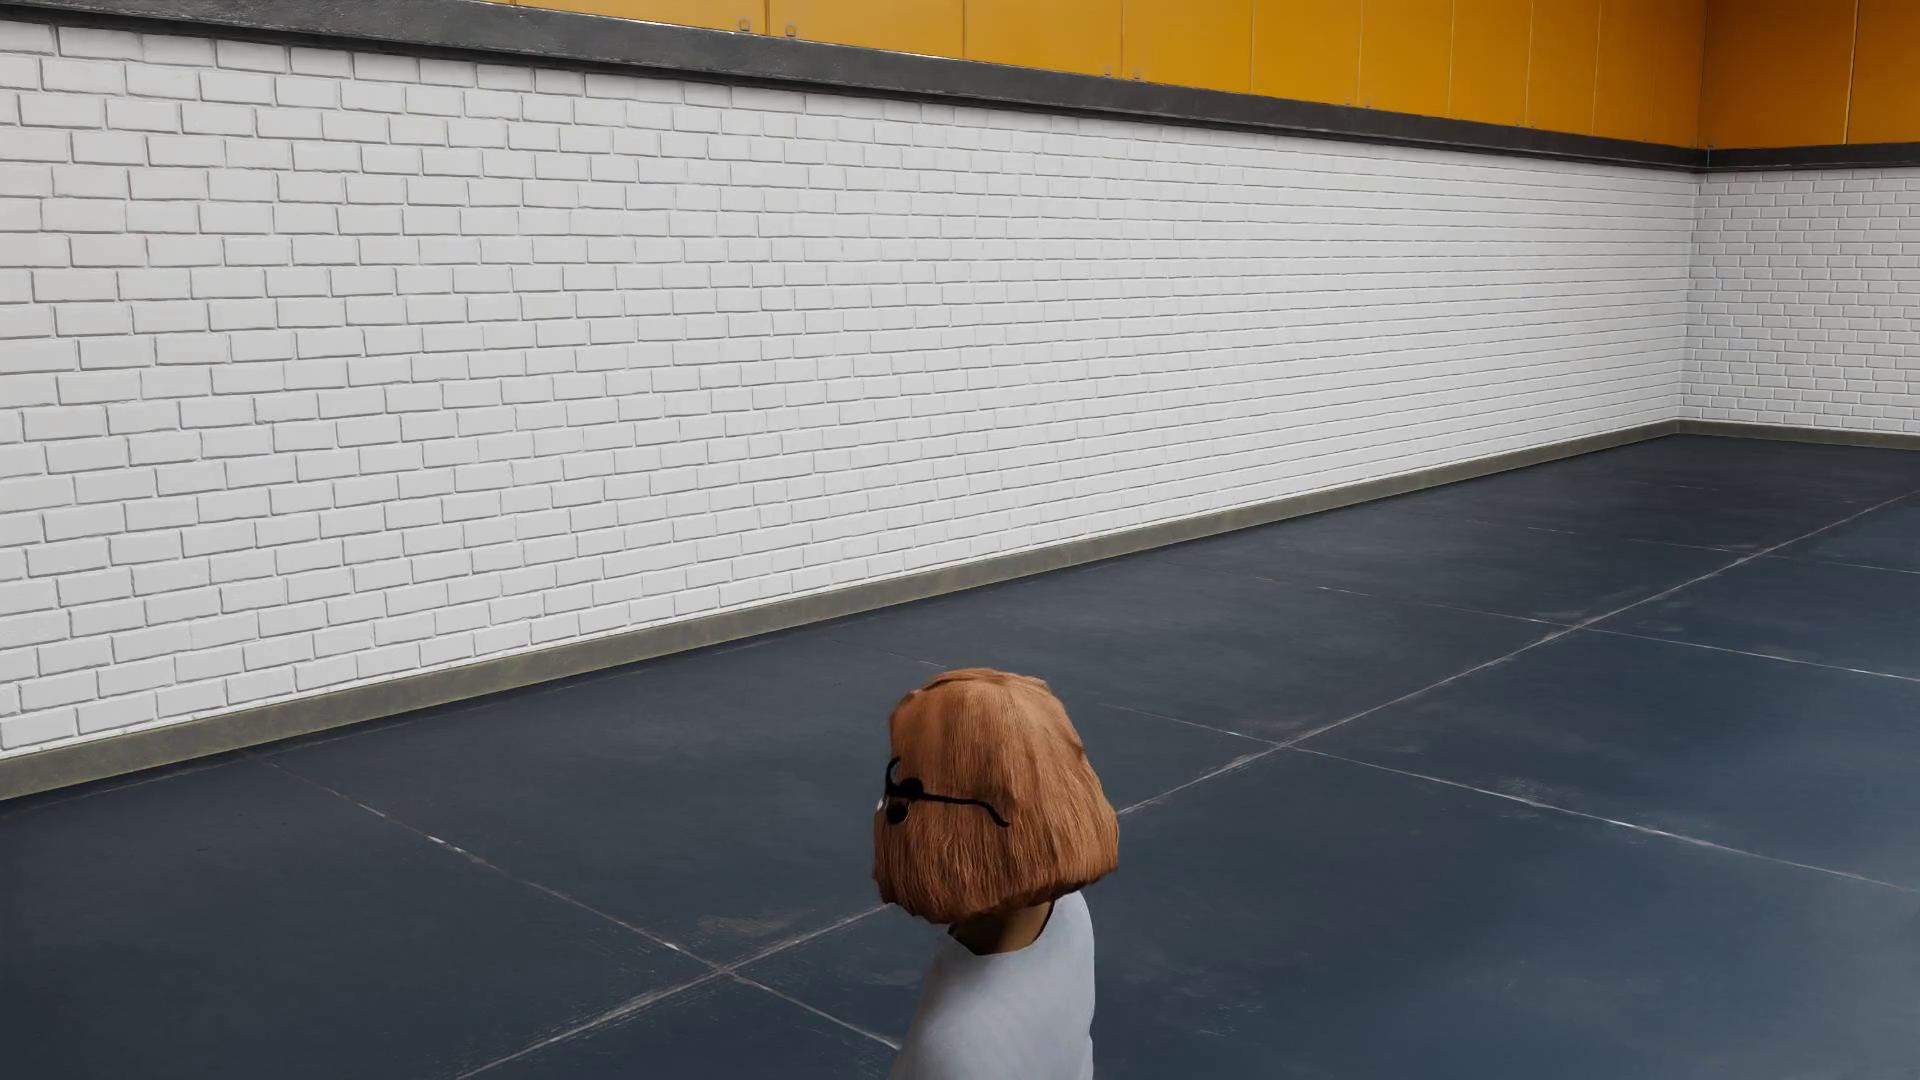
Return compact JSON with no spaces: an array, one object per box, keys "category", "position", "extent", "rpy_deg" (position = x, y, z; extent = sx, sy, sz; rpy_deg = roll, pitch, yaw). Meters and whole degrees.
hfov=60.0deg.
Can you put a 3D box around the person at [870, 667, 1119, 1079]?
[{"category":"person","position":[0.027,0.940,1.883],"extent":[0.286,1.636,0.500],"rpy_deg":[2,10,10]}]
